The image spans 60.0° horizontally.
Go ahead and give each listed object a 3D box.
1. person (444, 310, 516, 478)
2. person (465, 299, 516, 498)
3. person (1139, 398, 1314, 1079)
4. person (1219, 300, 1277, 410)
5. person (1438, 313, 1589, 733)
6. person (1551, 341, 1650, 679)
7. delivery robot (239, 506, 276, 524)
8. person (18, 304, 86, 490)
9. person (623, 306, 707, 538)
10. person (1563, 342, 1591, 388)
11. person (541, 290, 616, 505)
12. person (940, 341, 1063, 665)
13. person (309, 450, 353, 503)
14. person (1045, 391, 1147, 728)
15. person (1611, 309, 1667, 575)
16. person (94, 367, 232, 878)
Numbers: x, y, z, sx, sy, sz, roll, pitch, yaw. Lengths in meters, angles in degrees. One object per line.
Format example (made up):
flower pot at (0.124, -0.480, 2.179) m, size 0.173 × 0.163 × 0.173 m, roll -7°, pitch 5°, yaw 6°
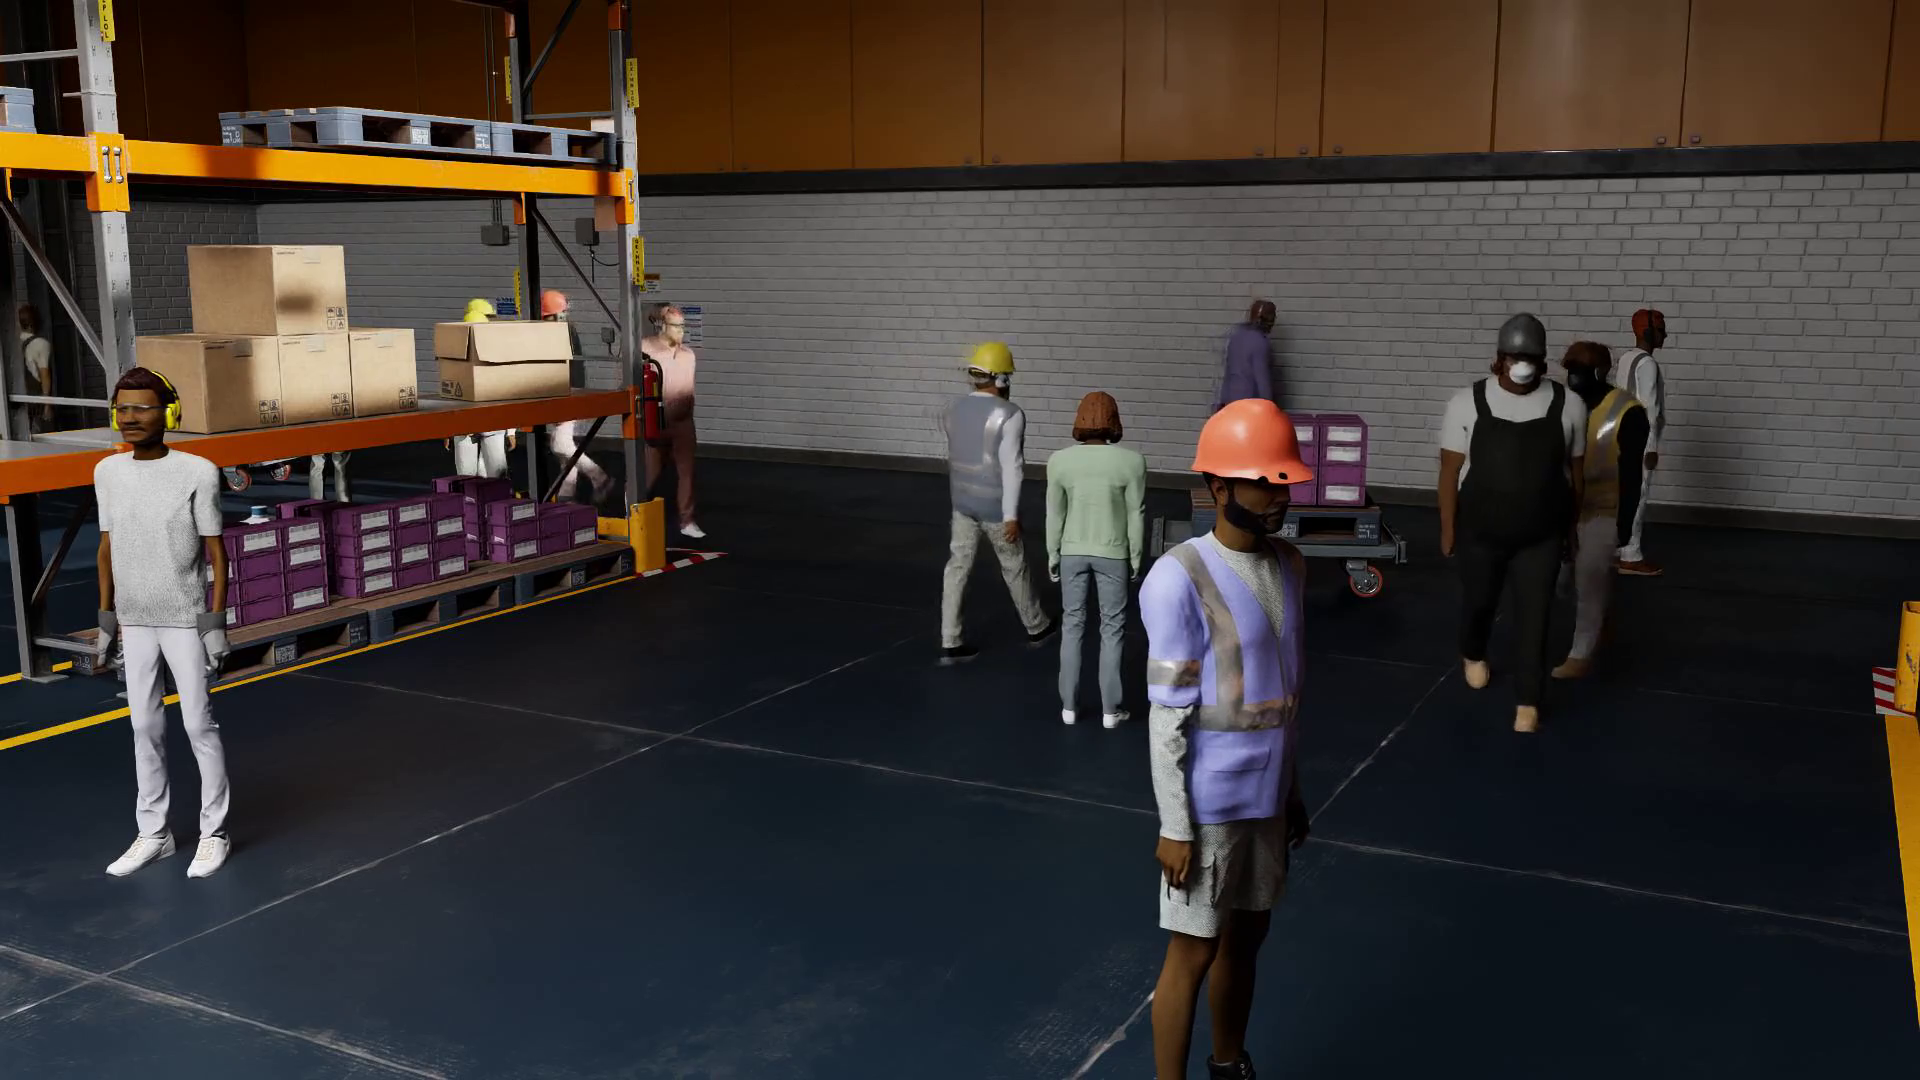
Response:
person at (-3.774, -0.879, 13.057) m, size 0.591 × 1.837 × 0.403 m, roll -1°, pitch 10°, yaw -6°
person at (-3.944, -1.065, 13.965) m, size 0.589 × 1.893 × 0.634 m, roll 6°, pitch 11°, yaw 31°
person at (0.683, 0.619, 4.088) m, size 0.550 × 1.937 × 0.357 m, roll -10°, pitch 14°, yaw -44°
person at (2.573, -1.207, 14.882) m, size 0.400 × 1.869 × 0.804 m, roll -3°, pitch 10°, yaw -16°
person at (2.721, -0.150, 8.243) m, size 0.691 × 2.000 × 0.900 m, roll 3°, pitch 10°, yaw 15°
person at (3.439, -0.173, 9.032) m, size 0.609 × 1.825 × 0.626 m, roll -7°, pitch 12°, yaw -33°
delivery robot at (-4.762, 0.010, 11.345) m, size 0.707 × 0.478 × 0.477 m, roll -1°, pitch 10°, yaw -7°
person at (-8.779, -1.320, 15.725) m, size 0.523 × 1.804 × 0.951 m, roll 3°, pitch 10°, yaw 15°
person at (-2.408, -0.956, 13.409) m, size 0.627 × 1.868 × 0.761 m, roll -9°, pitch 13°, yaw -41°
person at (4.909, -0.769, 13.137) m, size 0.859 × 1.588 × 0.499 m, roll 1°, pitch 10°, yaw 5°
person at (-3.434, -1.243, 14.822) m, size 0.637 × 1.963 × 0.735 m, roll 0°, pitch 10°, yaw -1°
person at (0.207, -0.219, 9.368) m, size 0.623 × 1.781 × 0.912 m, roll 9°, pitch 13°, yaw 43°
person at (-5.160, -1.028, 13.652) m, size 0.594 × 1.924 × 0.379 m, roll 3°, pitch 10°, yaw 15°
person at (0.653, 0.095, 8.054) m, size 0.497 × 1.624 × 0.309 m, roll 4°, pitch 10°, yaw 20°
person at (4.841, -0.696, 11.858) m, size 0.347 × 1.882 × 0.584 m, roll 0°, pitch 10°, yaw 3°
person at (-2.922, 0.307, 6.080) m, size 0.521 × 1.876 × 0.325 m, roll 1°, pitch 10°, yaw 5°
